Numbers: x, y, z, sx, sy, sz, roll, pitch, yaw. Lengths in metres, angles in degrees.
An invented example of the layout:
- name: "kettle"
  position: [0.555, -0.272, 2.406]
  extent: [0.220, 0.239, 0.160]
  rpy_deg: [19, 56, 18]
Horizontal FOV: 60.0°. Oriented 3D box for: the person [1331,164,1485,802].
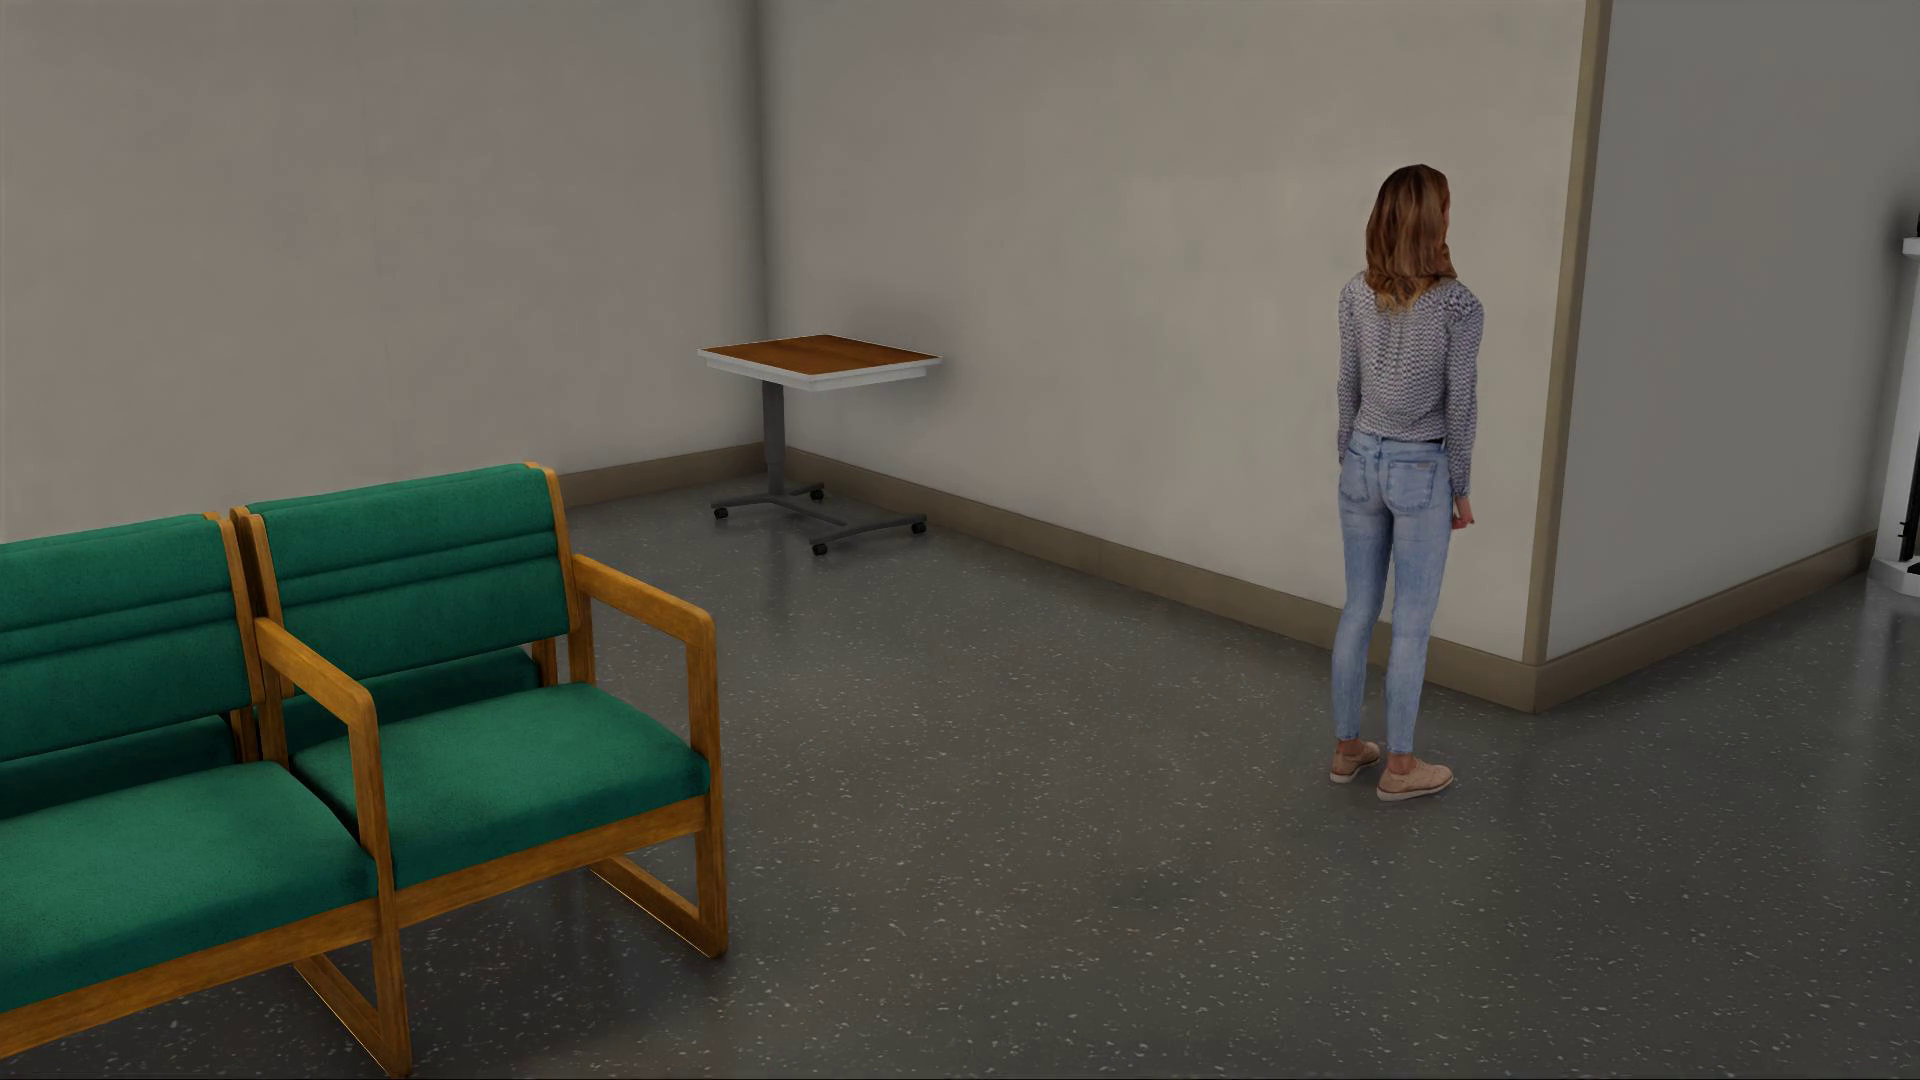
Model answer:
- name: "person"
  position: [1.242, -0.151, 4.715]
  extent: [0.651, 1.795, 0.442]
  rpy_deg: [-14, 21, -41]
